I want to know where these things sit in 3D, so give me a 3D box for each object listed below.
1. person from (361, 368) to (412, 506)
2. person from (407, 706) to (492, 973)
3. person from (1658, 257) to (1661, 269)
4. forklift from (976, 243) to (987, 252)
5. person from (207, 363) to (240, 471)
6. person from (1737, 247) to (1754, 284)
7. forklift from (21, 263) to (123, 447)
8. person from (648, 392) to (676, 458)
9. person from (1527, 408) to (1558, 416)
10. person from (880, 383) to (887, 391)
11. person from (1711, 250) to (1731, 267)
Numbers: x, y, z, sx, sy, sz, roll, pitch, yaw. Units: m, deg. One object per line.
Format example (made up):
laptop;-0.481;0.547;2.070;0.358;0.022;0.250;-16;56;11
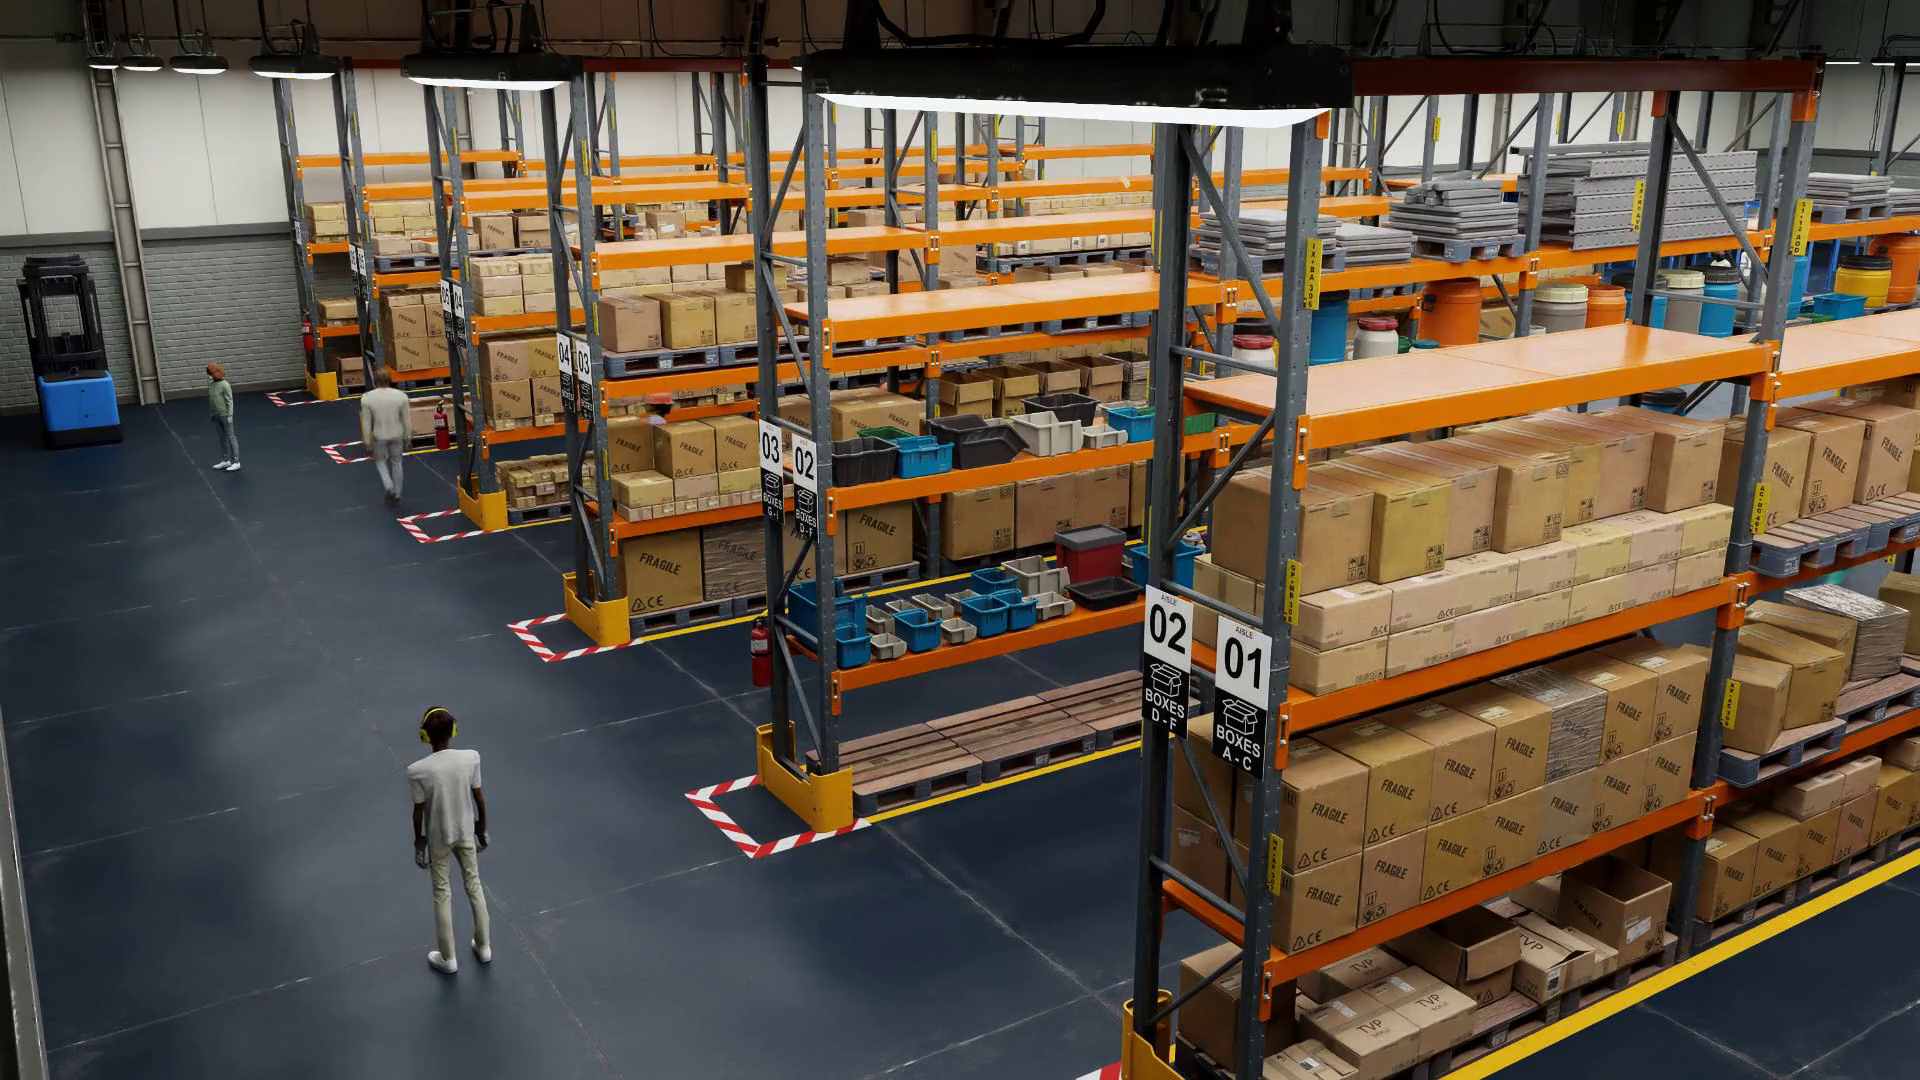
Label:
person;-7.917;-1.432;21.849;0.656;1.922;0.443;-9;19;-26
person;-3.439;2.009;10.676;0.511;1.861;0.314;-12;20;-34
person;19.675;-8.346;44.652;0.506;1.847;0.344;1;17;2
forklift;0.988;-5.474;34.718;1.214;2.155;2.313;-10;20;-31
person;-11.116;-1.865;23.759;0.498;1.633;0.284;10;20;31
person;18.912;-6.295;37.774;0.552;1.935;0.355;3;17;8
forklift;-14.518;-3.079;25.708;1.129;2.768;1.873;-10;20;-31
person;-3.763;-0.998;20.437;0.725;1.911;0.587;-7;18;-23
person;7.632;-1.159;20.976;0.641;1.905;0.624;-6;18;-18
person;-0.926;-1.030;20.332;0.386;2.039;0.615;0;17;1
person;17.317;-5.754;36.169;0.429;1.838;0.622;-2;17;-7
